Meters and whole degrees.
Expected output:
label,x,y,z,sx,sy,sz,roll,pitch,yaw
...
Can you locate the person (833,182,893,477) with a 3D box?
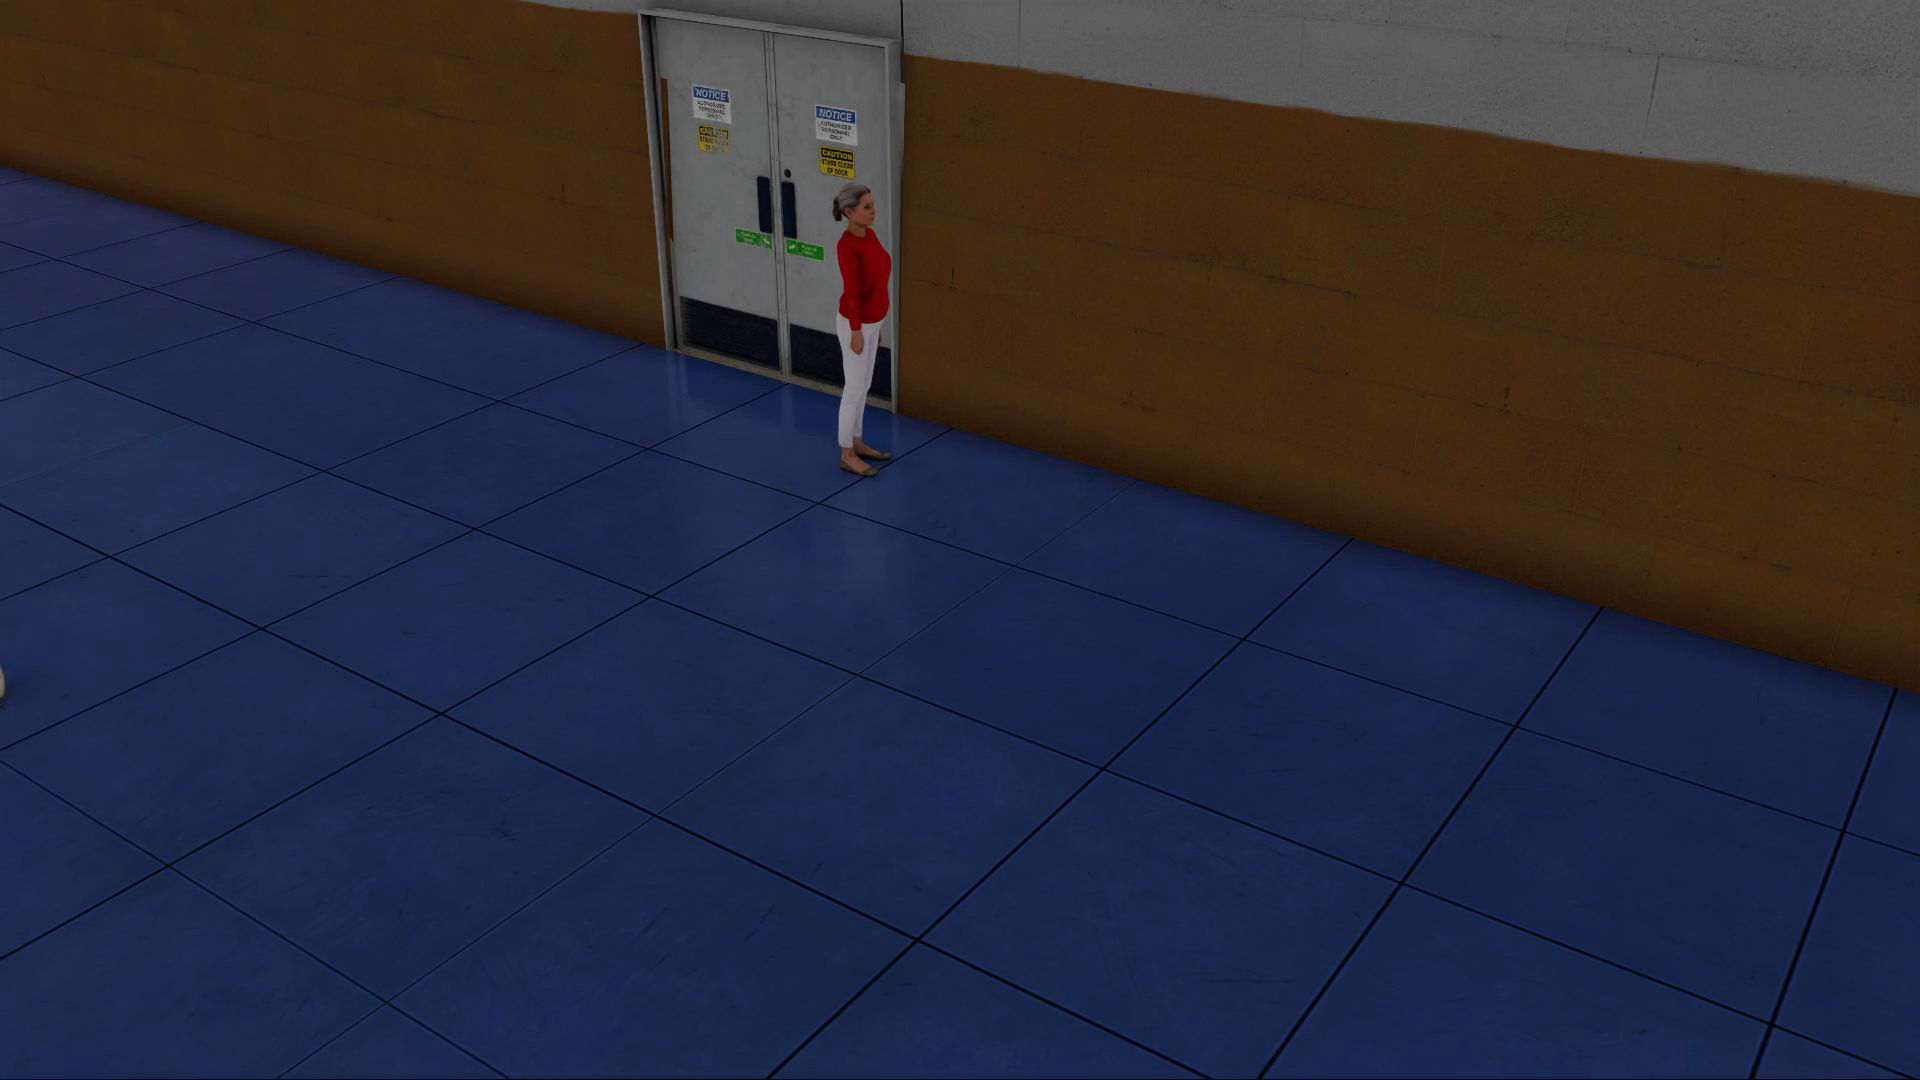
label,x,y,z,sx,sy,sz,roll,pitch,yaw
person,-0.575,-1.214,9.530,0.677,1.693,0.564,7,28,14
